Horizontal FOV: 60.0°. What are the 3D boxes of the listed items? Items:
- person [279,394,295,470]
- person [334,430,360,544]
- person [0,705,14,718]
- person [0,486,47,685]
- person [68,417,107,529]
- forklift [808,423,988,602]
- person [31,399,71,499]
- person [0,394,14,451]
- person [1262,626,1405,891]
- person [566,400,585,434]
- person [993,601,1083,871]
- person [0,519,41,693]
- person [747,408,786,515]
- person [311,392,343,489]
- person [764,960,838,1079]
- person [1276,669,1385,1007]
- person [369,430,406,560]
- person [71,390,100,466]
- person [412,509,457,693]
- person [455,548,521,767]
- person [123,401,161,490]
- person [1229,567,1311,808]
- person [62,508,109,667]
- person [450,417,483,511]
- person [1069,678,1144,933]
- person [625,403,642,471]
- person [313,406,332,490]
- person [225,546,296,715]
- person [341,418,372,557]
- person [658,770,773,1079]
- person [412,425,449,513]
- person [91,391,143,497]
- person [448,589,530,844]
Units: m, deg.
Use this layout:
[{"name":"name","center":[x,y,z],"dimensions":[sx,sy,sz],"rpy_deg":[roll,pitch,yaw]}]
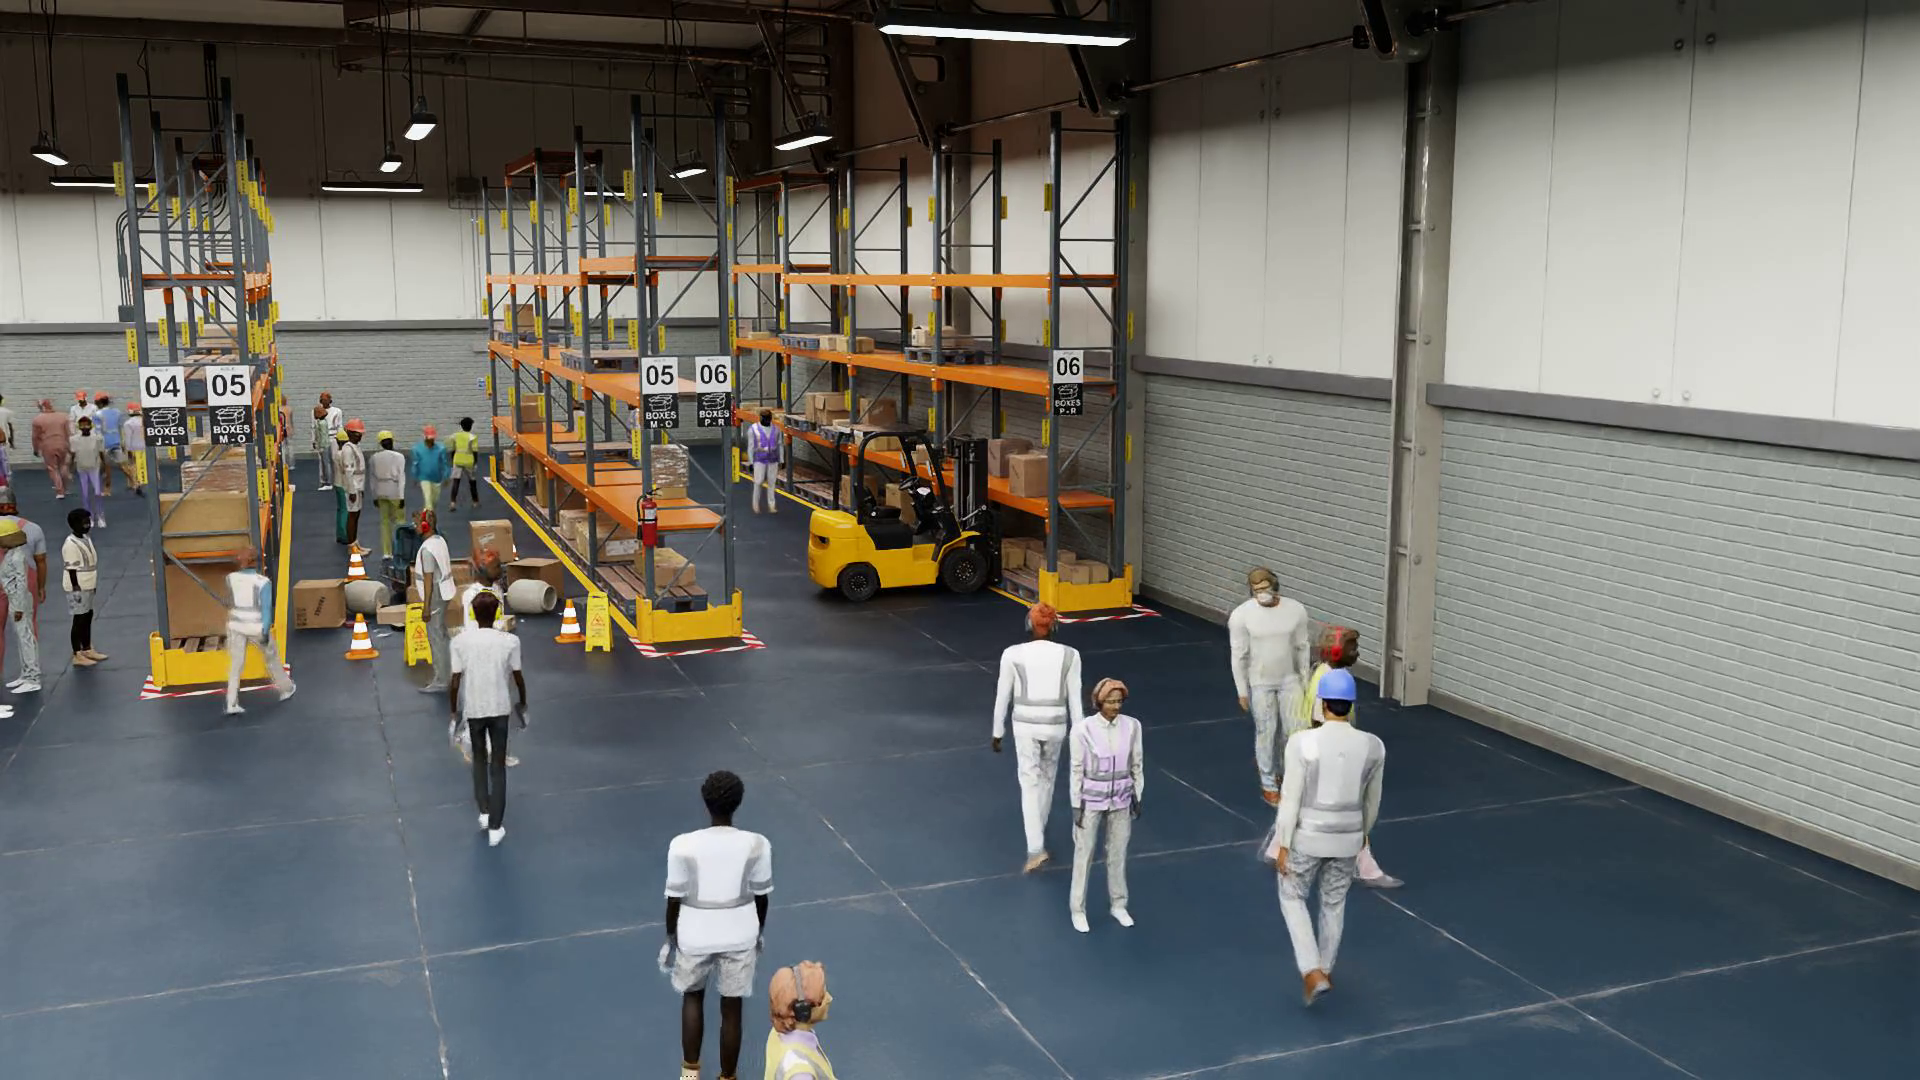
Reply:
[{"name":"person","center":[-14.312,-2.269,35.192],"dimensions":[0.310,1.638,0.522],"rpy_deg":[5,10,28]},{"name":"person","center":[-9.480,-0.819,25.668],"dimensions":[0.327,1.767,0.533],"rpy_deg":[-6,11,-34]},{"name":"person","center":[-9.113,0.738,15.553],"dimensions":[0.309,1.864,0.535],"rpy_deg":[-5,10,-30]},{"name":"person","center":[-9.627,0.447,16.836],"dimensions":[0.686,2.000,0.535],"rpy_deg":[-7,11,-35]},{"name":"person","center":[-14.245,-1.086,27.128],"dimensions":[0.541,1.842,0.762],"rpy_deg":[-4,10,-22]},{"name":"forklift","center":[-0.830,-0.399,21.676],"dimensions":[2.313,2.155,1.214],"rpy_deg":[-4,10,-21]},{"name":"person","center":[-16.945,-1.699,30.942],"dimensions":[0.917,1.856,0.665],"rpy_deg":[6,11,33]},{"name":"person","center":[-18.868,-1.977,32.672],"dimensions":[0.444,1.852,0.550],"rpy_deg":[7,12,39]},{"name":"person","center":[2.522,1.459,11.280],"dimensions":[0.968,1.803,0.595],"rpy_deg":[3,9,16]},{"name":"person","center":[-7.885,-2.101,34.135],"dimensions":[0.265,1.635,0.508],"rpy_deg":[6,11,35]},{"name":"person","center":[0.558,1.359,11.719],"dimensions":[0.611,1.847,0.979],"rpy_deg":[-1,9,-5]},{"name":"person","center":[-9.382,0.649,16.522],"dimensions":[0.311,1.736,0.484],"rpy_deg":[-6,11,-35]},{"name":"person","center":[-3.368,-1.371,28.910],"dimensions":[0.631,1.844,0.429],"rpy_deg":[-5,10,-26]},{"name":"person","center":[-12.287,-1.932,32.305],"dimensions":[0.575,1.883,0.355],"rpy_deg":[-2,9,-13]},{"name":"person","center":[-0.583,2.345,6.131],"dimensions":[0.308,1.644,0.514],"rpy_deg":[-2,9,-14]},{"name":"person","center":[2.078,1.691,9.373],"dimensions":[0.655,1.924,0.810],"rpy_deg":[-1,9,-7]},{"name":"person","center":[-8.345,-0.657,24.270],"dimensions":[0.603,1.880,0.563],"rpy_deg":[1,9,9]},{"name":"person","center":[-18.398,-2.286,34.980],"dimensions":[0.574,1.739,0.349],"rpy_deg":[-2,9,-11]},{"name":"person","center":[-5.206,0.602,16.518],"dimensions":[0.389,1.837,0.560],"rpy_deg":[-1,9,-9]},{"name":"person","center":[-3.933,0.994,13.910],"dimensions":[0.423,1.873,0.599],"rpy_deg":[1,9,8]},{"name":"person","center":[-15.776,-1.803,31.959],"dimensions":[0.711,1.733,0.570],"rpy_deg":[3,10,20]},{"name":"person","center":[2.422,1.135,12.962],"dimensions":[0.666,1.905,0.399],"rpy_deg":[-1,9,-8]},{"name":"person","center":[-9.305,0.500,17.612],"dimensions":[0.321,1.686,0.539],"rpy_deg":[-1,9,-9]},{"name":"person","center":[-8.751,-1.339,29.317],"dimensions":[0.561,1.646,0.900],"rpy_deg":[2,9,10]},{"name":"person","center":[0.918,1.664,10.484],"dimensions":[0.508,1.632,0.317],"rpy_deg":[-3,10,-19]},{"name":"person","center":[-6.414,-2.001,32.940],"dimensions":[0.404,1.823,0.591],"rpy_deg":[-3,10,-19]},{"name":"person","center":[-12.307,-1.782,32.139],"dimensions":[0.278,1.633,0.499],"rpy_deg":[-3,9,-16]},{"name":"person","center":[-6.729,0.838,15.832],"dimensions":[0.508,1.575,0.911],"rpy_deg":[1,9,8]},{"name":"person","center":[-8.893,-0.771,24.509],"dimensions":[0.395,2.039,0.608],"rpy_deg":[-1,9,-8]},{"name":"person","center":[-1.204,1.991,8.294],"dimensions":[0.558,1.662,0.434],"rpy_deg":[-2,9,-11]},{"name":"person","center":[-8.691,-1.046,27.259],"dimensions":[0.569,1.722,0.795],"rpy_deg":[-6,11,-33]},{"name":"person","center":[-15.749,-1.774,30.964],"dimensions":[0.843,2.005,0.648],"rpy_deg":[3,10,21]},{"name":"person","center":[-3.476,1.267,12.300],"dimensions":[0.564,1.840,0.784],"rpy_deg":[-2,9,-10]}]
